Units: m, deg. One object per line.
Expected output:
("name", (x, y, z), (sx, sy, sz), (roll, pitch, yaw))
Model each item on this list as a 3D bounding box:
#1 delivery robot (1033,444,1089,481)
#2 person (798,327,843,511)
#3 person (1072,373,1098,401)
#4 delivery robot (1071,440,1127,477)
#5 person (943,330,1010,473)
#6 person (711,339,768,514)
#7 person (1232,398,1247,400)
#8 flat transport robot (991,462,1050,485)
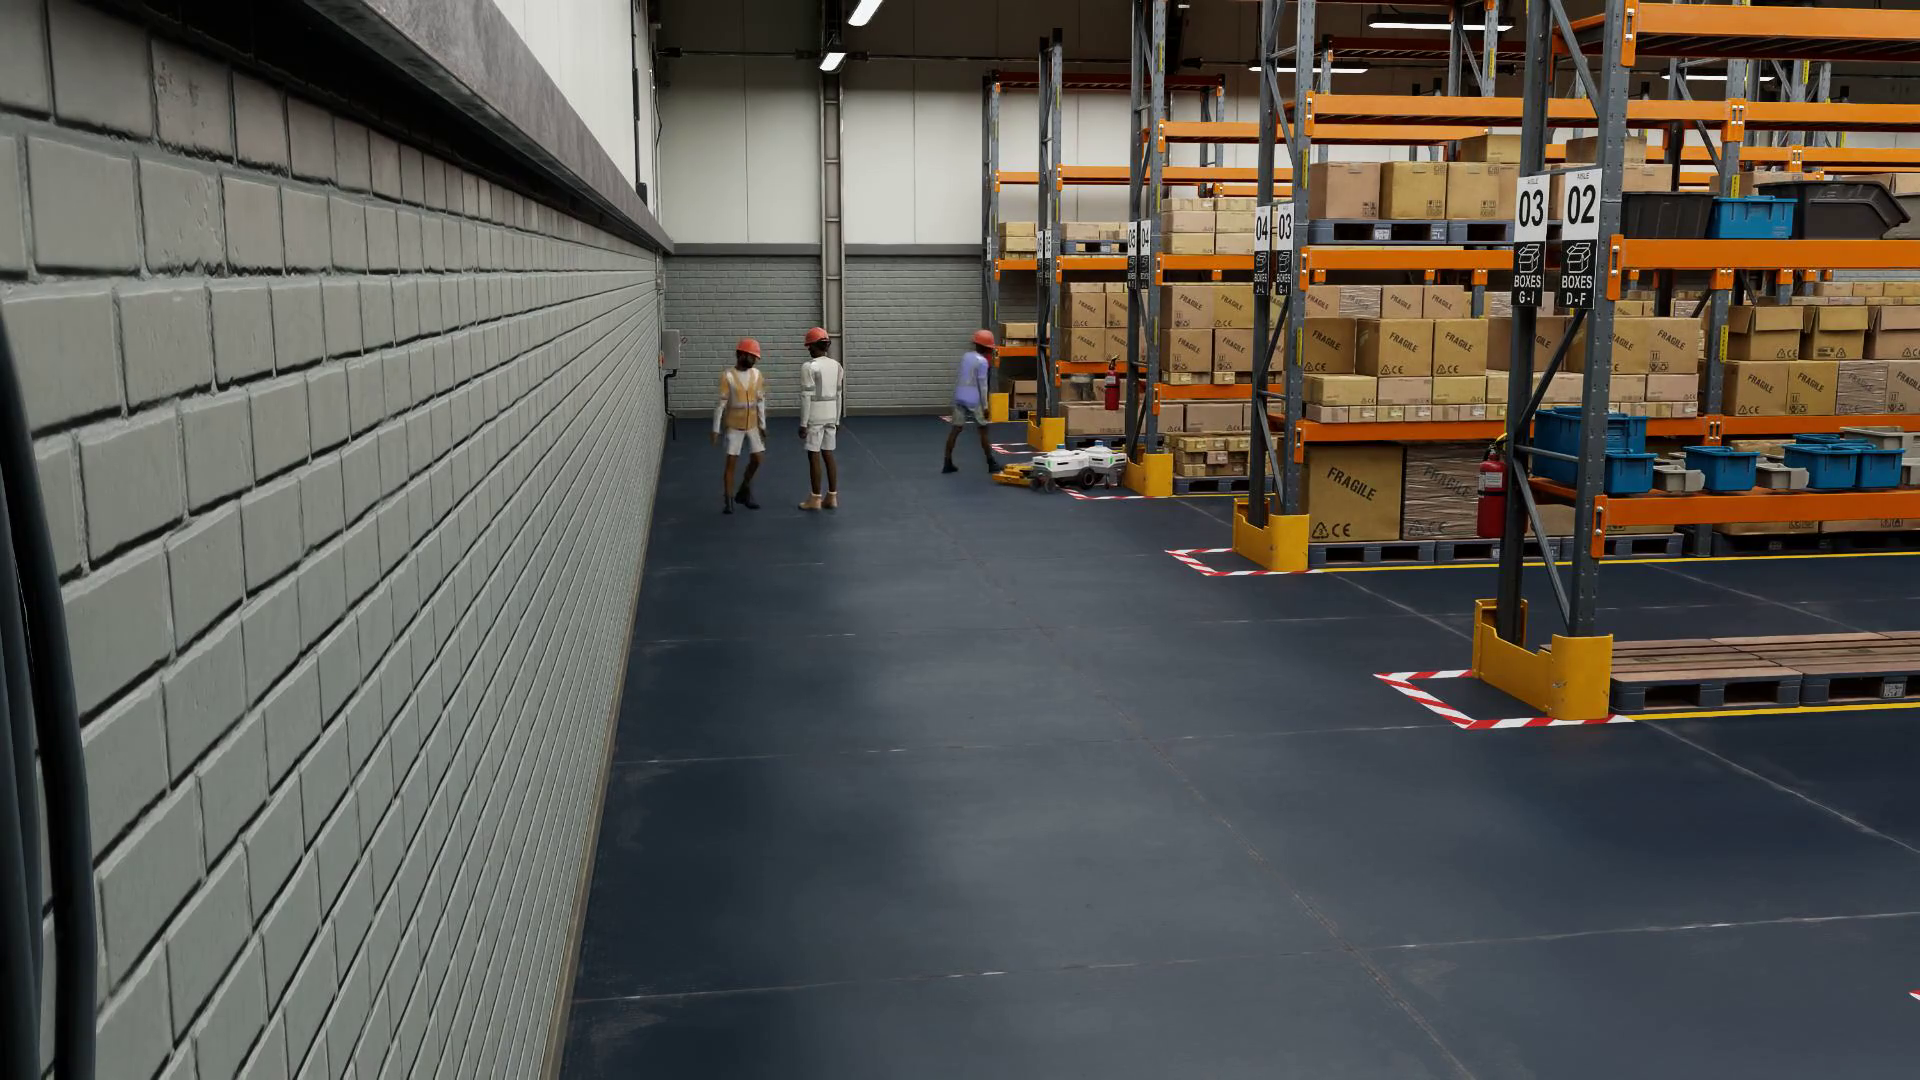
("delivery robot", (1.217, -0.916, 20.080), (0.707, 0.478, 0.477), (-8, 12, -39))
("person", (-1.566, -1.336, 18.447), (0.407, 2.029, 0.612), (7, 11, 36))
("person", (2.058, -2.629, 27.640), (0.525, 1.625, 0.369), (8, 12, 42))
("delivery robot", (1.708, -0.983, 20.493), (0.707, 0.478, 0.477), (9, 13, 44))
("person", (0.190, -1.797, 21.761), (0.838, 1.863, 0.607), (-6, 11, -33))
("person", (-2.452, -1.248, 18.254), (0.716, 1.914, 0.455), (-7, 12, -39))
("person", (4.559, -2.562, 26.575), (0.835, 1.837, 0.547), (-3, 10, -16))
("flat transport robot", (1.133, -0.870, 20.958), (1.431, 0.197, 0.652), (-8, 12, -41))
